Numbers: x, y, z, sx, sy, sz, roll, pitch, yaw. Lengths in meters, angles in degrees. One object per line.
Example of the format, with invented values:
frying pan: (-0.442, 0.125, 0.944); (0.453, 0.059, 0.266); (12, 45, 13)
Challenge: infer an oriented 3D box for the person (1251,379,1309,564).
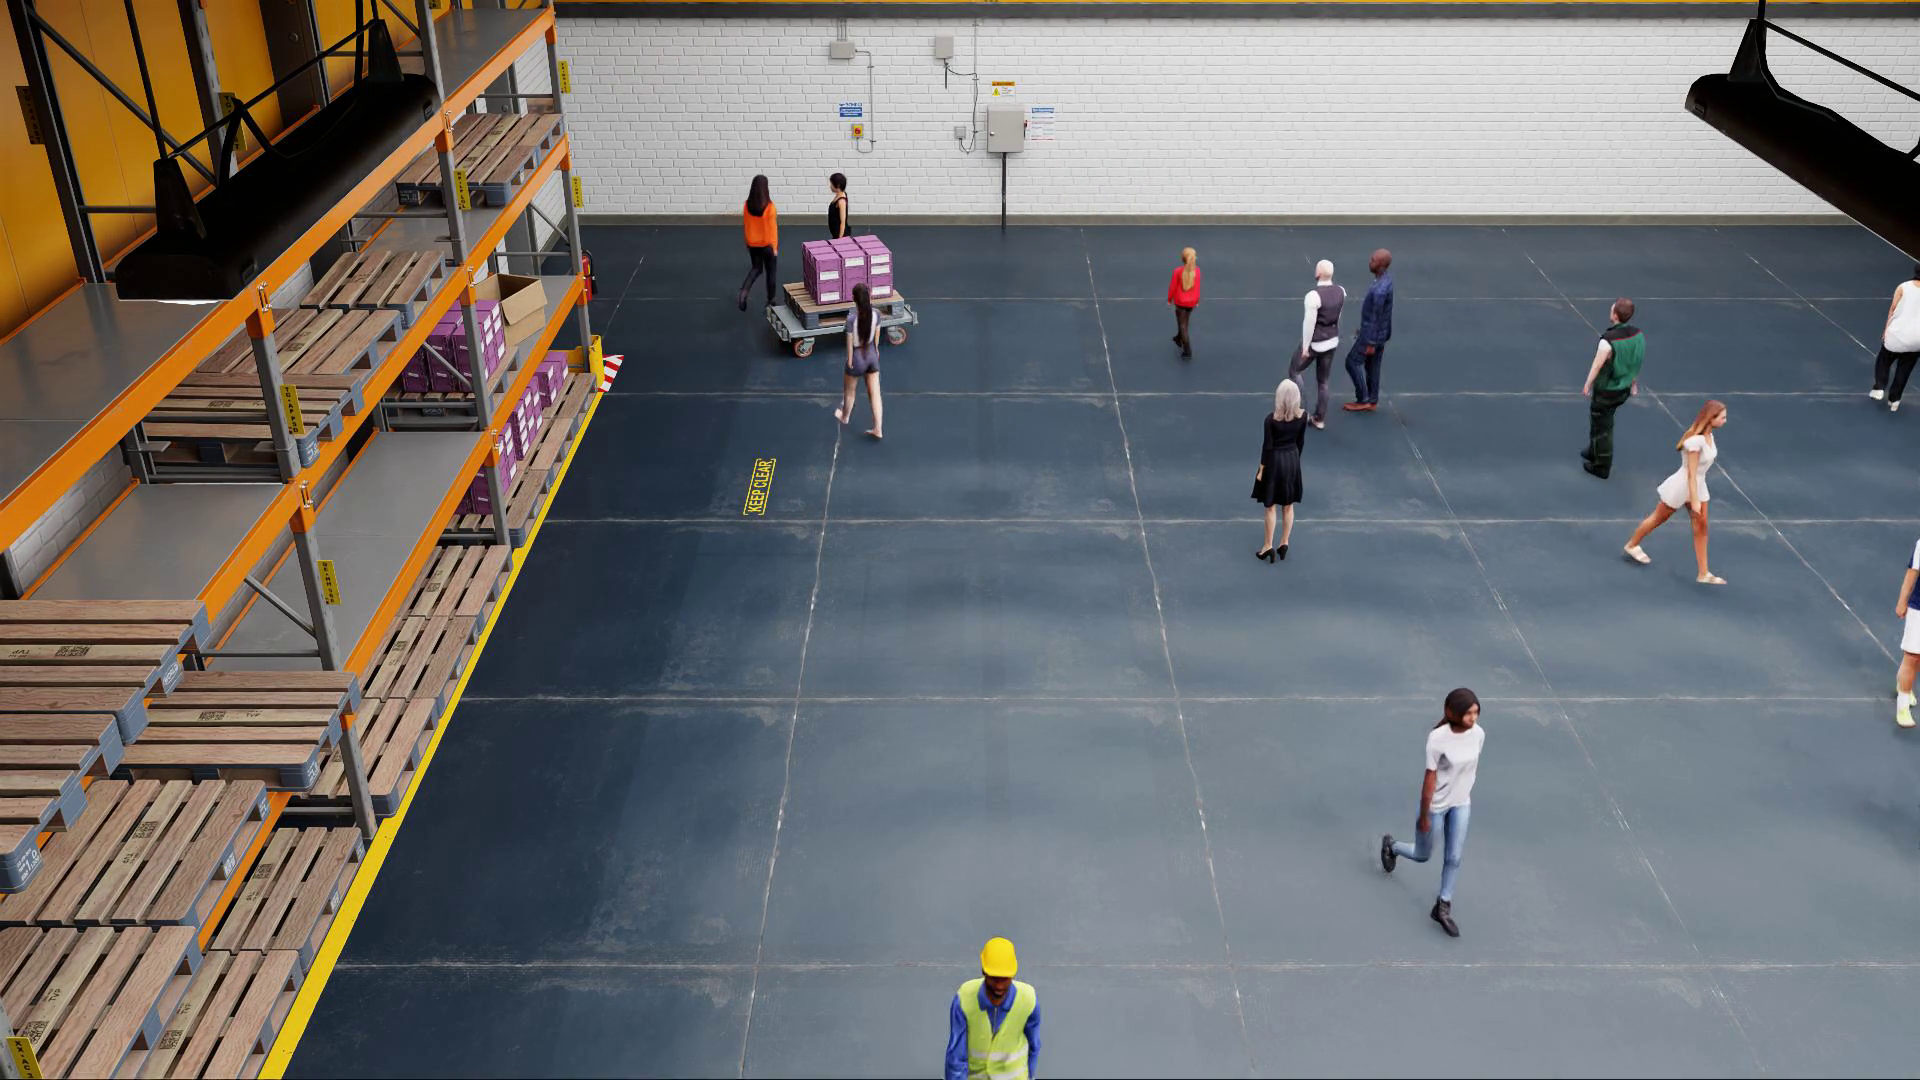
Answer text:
person: (2.839, -0.616, 14.742); (0.669, 1.747, 0.670); (-10, 30, -17)

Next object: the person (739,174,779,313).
person: (-2.441, -3.521, 20.079); (0.877, 1.736, 0.989); (17, 33, 28)

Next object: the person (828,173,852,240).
person: (-1.496, -3.859, 20.889); (0.614, 1.553, 0.469); (-3, 29, -5)

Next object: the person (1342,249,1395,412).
person: (4.437, -2.189, 17.559); (0.829, 1.811, 0.727); (10, 30, 18)

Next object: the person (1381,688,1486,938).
person: (3.033, 1.660, 10.615); (0.822, 1.704, 1.078); (-11, 30, -19)

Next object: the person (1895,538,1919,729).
person: (7.391, 0.484, 12.646); (0.711, 1.823, 0.954); (4, 29, 7)

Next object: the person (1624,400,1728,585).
person: (6.256, -0.445, 14.543); (1.062, 1.638, 1.206); (-21, 35, -33)

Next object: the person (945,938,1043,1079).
person: (0.149, 2.716, 8.583); (0.651, 1.796, 0.992); (0, 29, 0)

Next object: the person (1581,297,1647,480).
person: (6.389, -1.445, 16.180); (0.816, 1.826, 0.868); (-14, 32, -24)

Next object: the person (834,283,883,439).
person: (-0.948, -1.800, 17.042); (0.922, 1.623, 1.052); (-18, 34, -30)

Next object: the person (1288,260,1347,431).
person: (3.765, -1.980, 17.176); (0.820, 1.811, 0.831); (-16, 32, -27)

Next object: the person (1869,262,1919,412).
person: (10.066, -2.173, 17.674); (0.752, 1.674, 0.754); (10, 30, 18)

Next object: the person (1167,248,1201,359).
person: (2.593, -2.703, 19.073); (0.655, 1.263, 0.955); (-8, 30, -14)
